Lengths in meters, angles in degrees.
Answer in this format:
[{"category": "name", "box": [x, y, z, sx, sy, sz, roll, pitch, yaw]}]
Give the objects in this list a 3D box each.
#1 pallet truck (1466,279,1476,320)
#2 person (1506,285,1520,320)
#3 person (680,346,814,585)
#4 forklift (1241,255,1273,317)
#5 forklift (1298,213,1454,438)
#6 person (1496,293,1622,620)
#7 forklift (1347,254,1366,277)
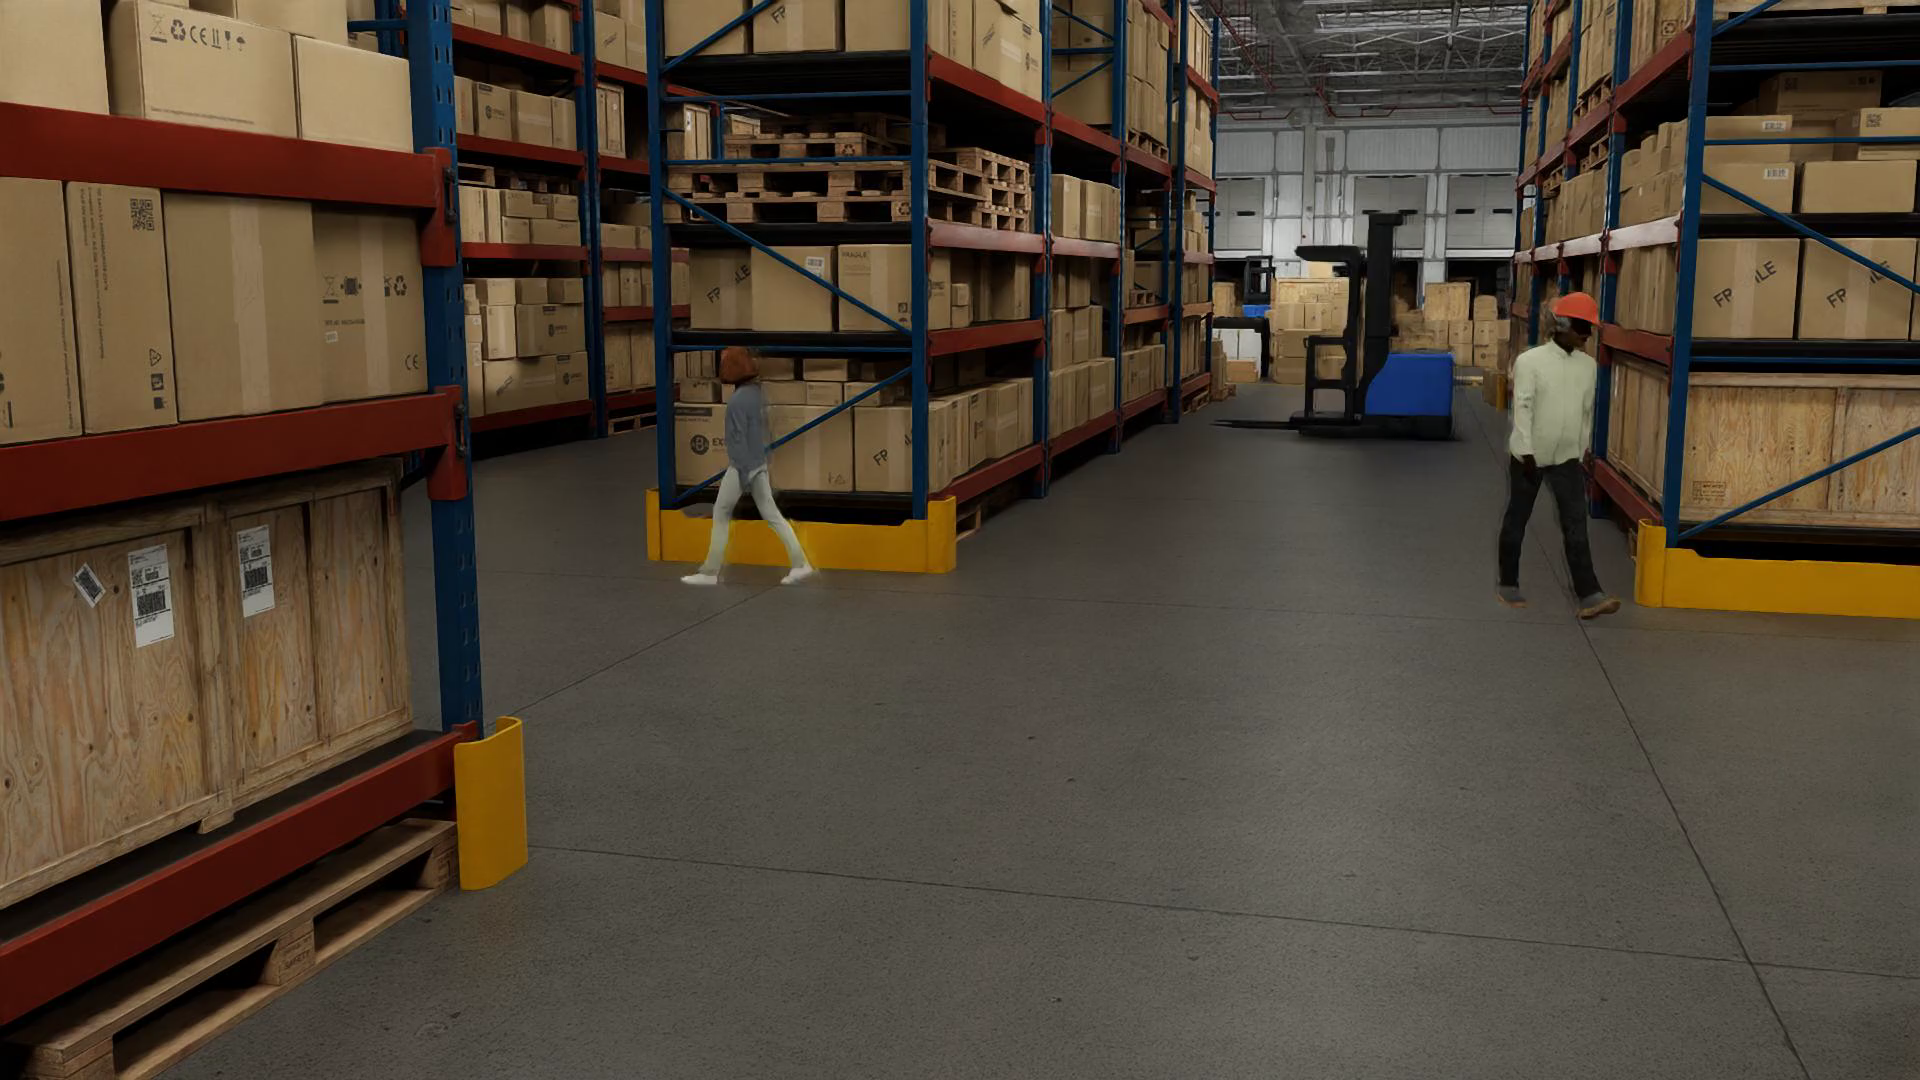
[{"category": "pallet truck", "box": [18.896, -8.459, 60.307, 1.885, 1.965, 0.823, 5, 10, 31]}, {"category": "person", "box": [13.382, -5.228, 40.188, 0.980, 1.878, 0.593, 4, 10, 26]}, {"category": "person", "box": [-1.379, -0.480, 10.908, 0.859, 1.592, 0.509, 2, 9, 12]}, {"category": "forklift", "box": [10.551, -8.662, 58.805, 1.129, 2.768, 1.873, 2, 9, 15]}, {"category": "forklift", "box": [5.343, -2.742, 21.196, 1.873, 2.768, 1.129, 2, 9, 15]}, {"category": "person", "box": [3.571, -0.496, 9.931, 0.647, 1.920, 1.021, -2, 9, -14]}, {"category": "forklift", "box": [13.074, -8.074, 55.067, 1.873, 2.768, 1.129, 0, 9, -2]}]
